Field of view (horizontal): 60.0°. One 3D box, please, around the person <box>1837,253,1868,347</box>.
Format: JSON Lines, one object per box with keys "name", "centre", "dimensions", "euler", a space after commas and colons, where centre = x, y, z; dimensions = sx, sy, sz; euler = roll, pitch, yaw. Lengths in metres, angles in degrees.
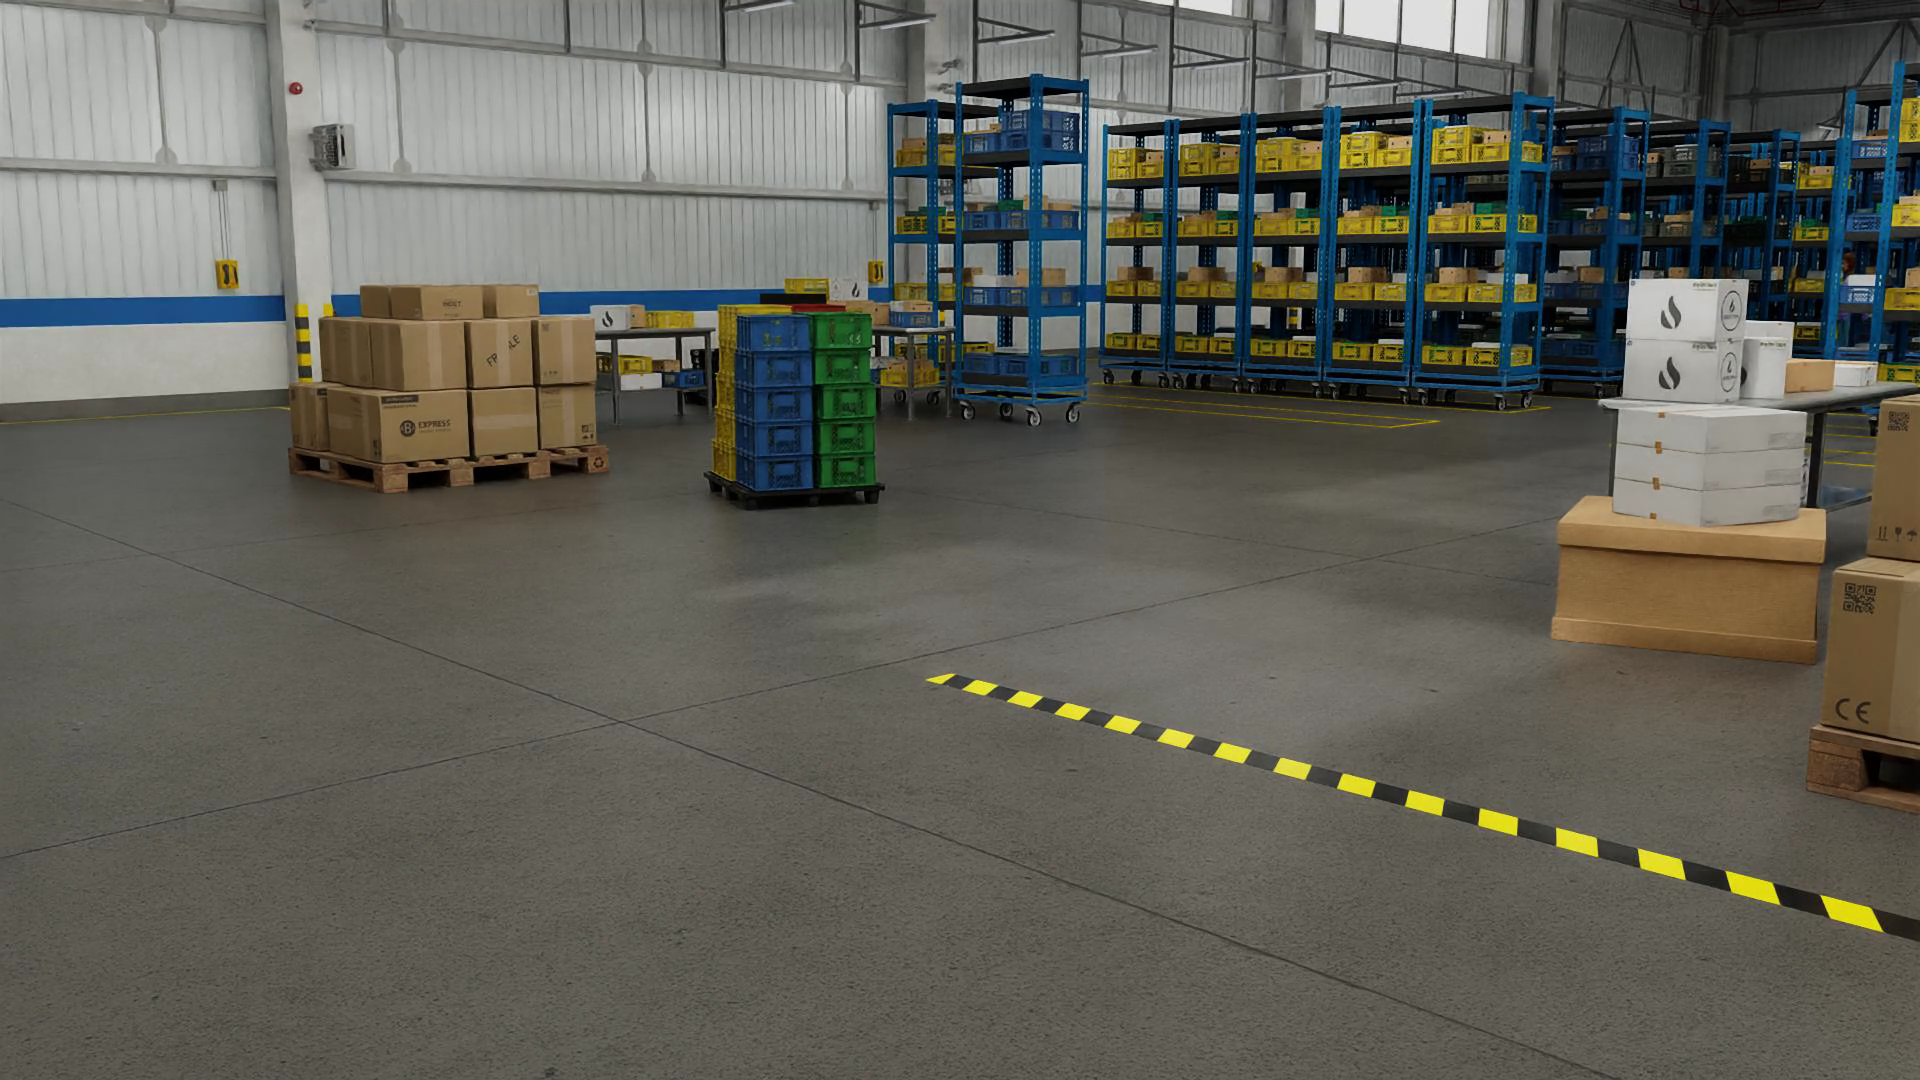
{"name": "person", "centre": [12.000, -2.939, 22.417], "dimensions": [0.388, 1.837, 0.564], "euler": [2, 10, 12]}
